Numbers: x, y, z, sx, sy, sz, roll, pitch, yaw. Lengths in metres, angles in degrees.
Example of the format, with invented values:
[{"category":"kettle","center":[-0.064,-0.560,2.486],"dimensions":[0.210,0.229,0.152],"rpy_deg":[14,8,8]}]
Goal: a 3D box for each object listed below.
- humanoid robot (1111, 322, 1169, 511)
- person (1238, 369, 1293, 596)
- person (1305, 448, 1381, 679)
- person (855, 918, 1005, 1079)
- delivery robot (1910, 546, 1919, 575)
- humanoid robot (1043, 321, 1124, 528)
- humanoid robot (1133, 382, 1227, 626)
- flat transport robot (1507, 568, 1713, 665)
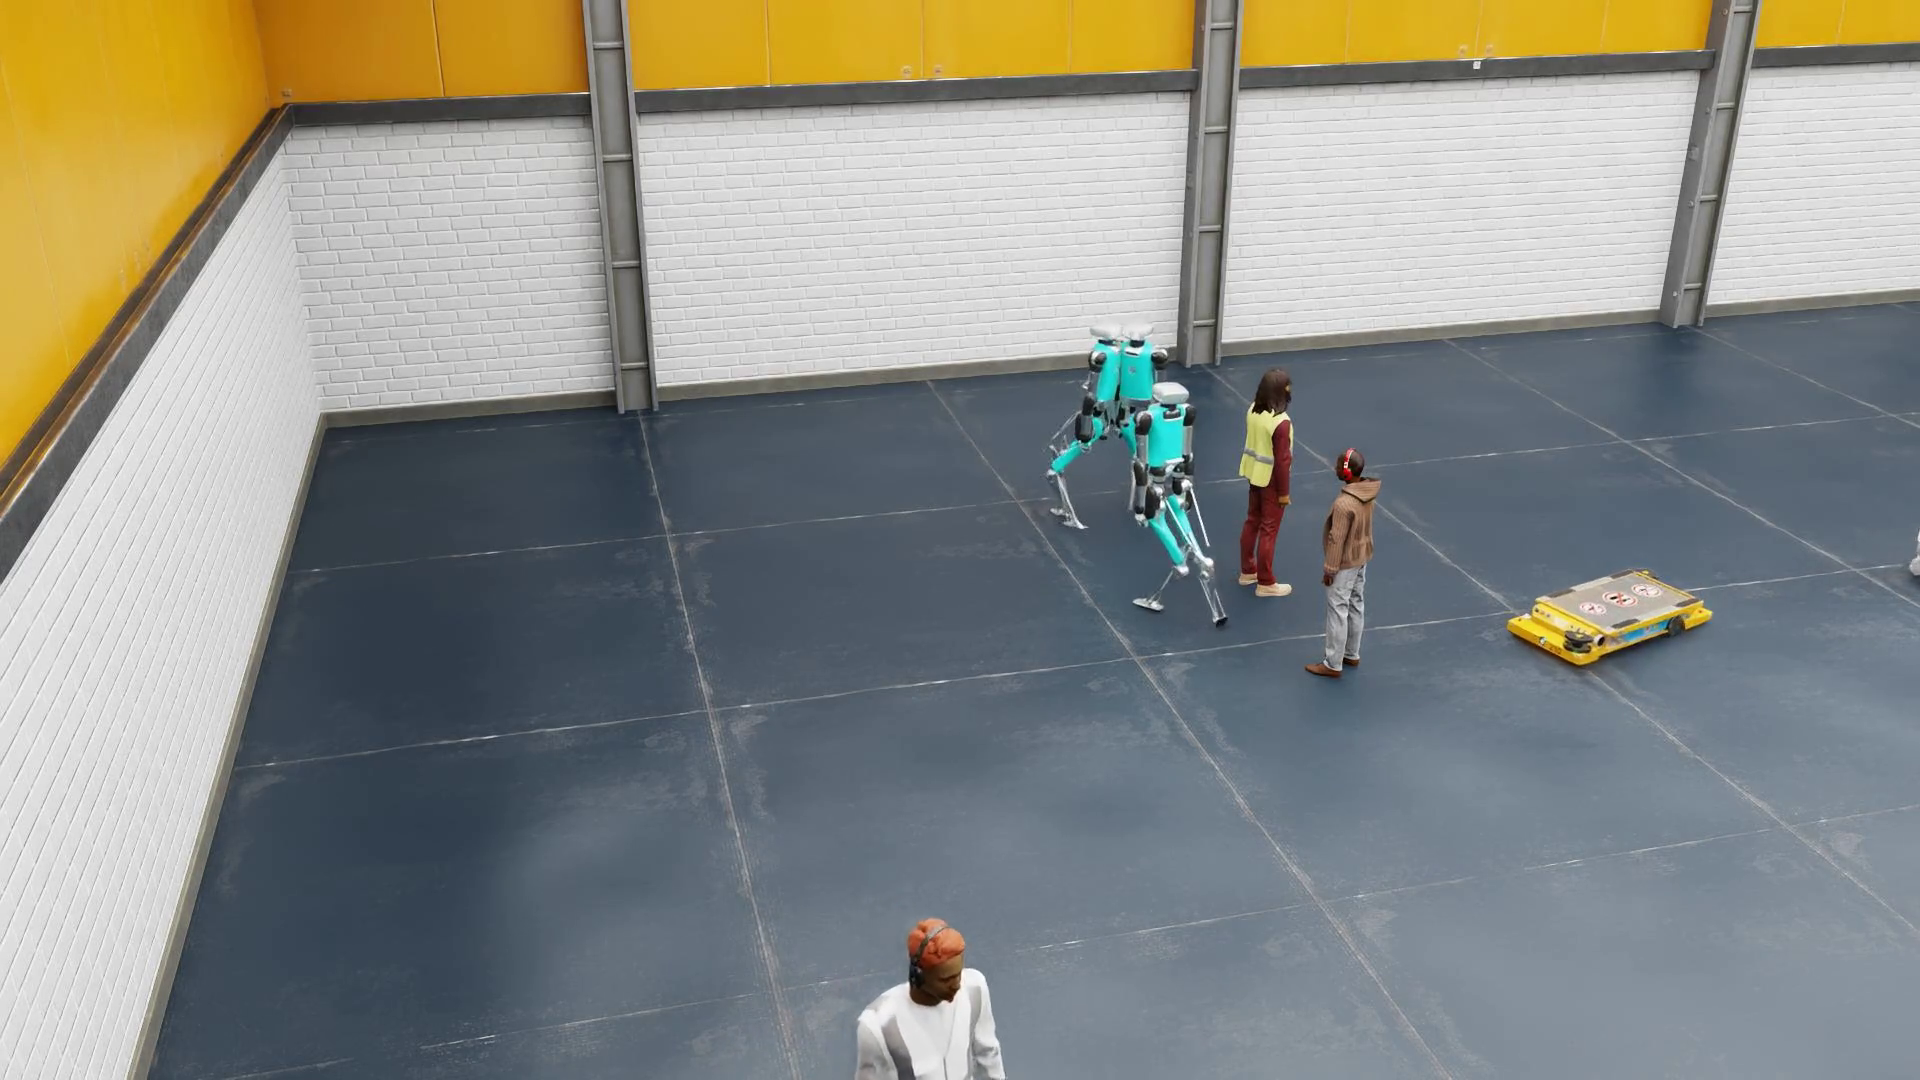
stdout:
[{"category":"humanoid robot","center":[1.560,-0.971,13.861],"dimensions":[0.528,1.859,0.781],"rpy_deg":[13,27,28]},{"category":"person","center":[2.297,-0.427,12.469],"dimensions":[0.362,1.767,0.475],"rpy_deg":[-9,25,-20]},{"category":"person","center":[2.624,0.162,11.284],"dimensions":[0.327,1.648,0.463],"rpy_deg":[19,30,36]},{"category":"person","center":[-0.032,2.263,6.238],"dimensions":[0.607,1.861,0.774],"rpy_deg":[-18,30,-36]},{"category":"delivery robot","center":[7.814,0.088,12.822],"dimensions":[0.801,0.608,0.499],"rpy_deg":[-2,24,-4]},{"category":"humanoid robot","center":[0.931,-0.951,13.743],"dimensions":[0.809,1.803,0.546],"rpy_deg":[12,26,25]},{"category":"humanoid robot","center":[1.639,-0.165,12.005],"dimensions":[0.556,1.854,0.868],"rpy_deg":[-15,28,-31]},{"category":"flat transport robot","center":[4.745,0.547,12.117],"dimensions":[1.431,0.231,0.659],"rpy_deg":[-13,27,-28]}]
